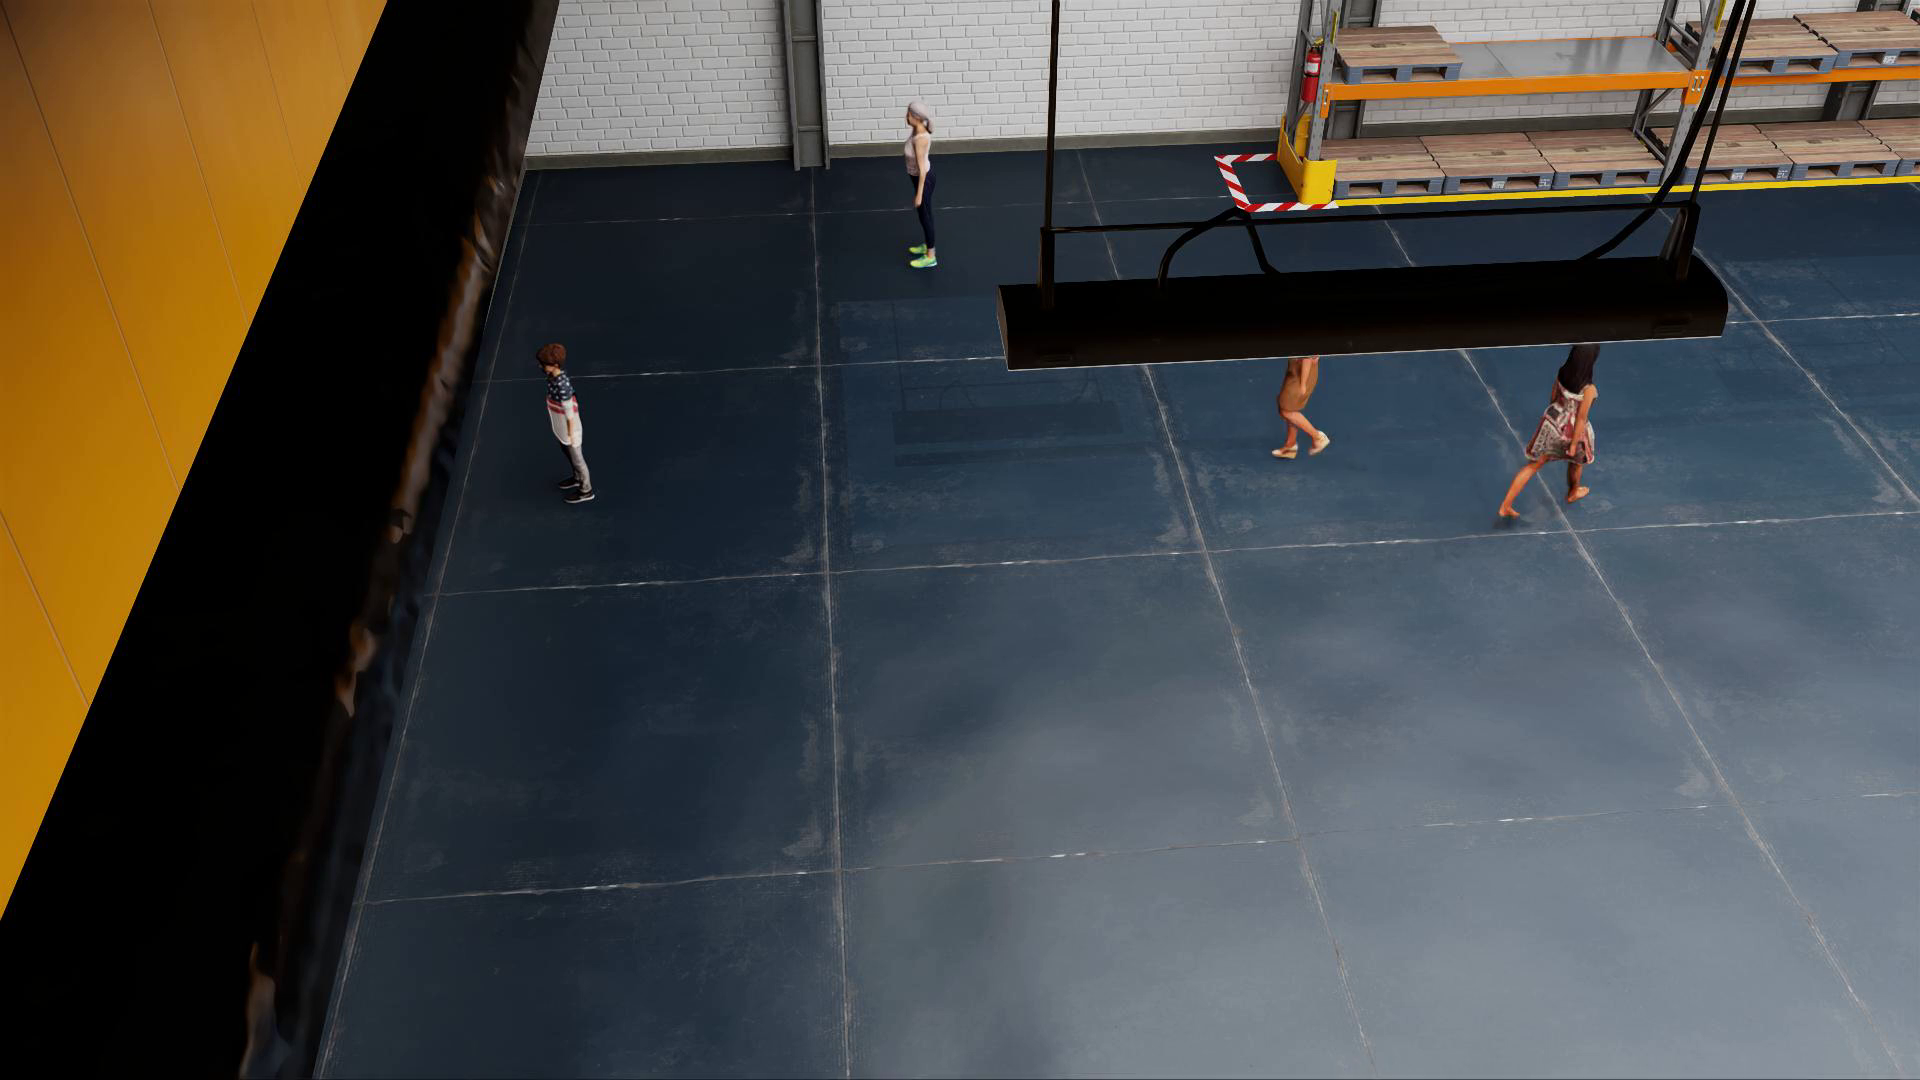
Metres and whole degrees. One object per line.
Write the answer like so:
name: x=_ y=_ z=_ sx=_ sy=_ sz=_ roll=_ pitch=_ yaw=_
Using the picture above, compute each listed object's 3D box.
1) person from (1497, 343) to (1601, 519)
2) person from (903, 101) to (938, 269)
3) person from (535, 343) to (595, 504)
person: x=4.662 y=-0.824 z=13.074 sx=1.248 sy=1.597 sz=0.912 roll=-18 pitch=42 yaw=-21
person: x=-0.364 y=-3.505 z=16.346 sx=0.537 sy=1.702 sz=0.612 roll=-1 pitch=39 yaw=-1
person: x=-3.163 y=-0.955 z=13.364 sx=0.591 sy=1.438 sz=0.575 roll=-20 pitch=43 yaw=-23
